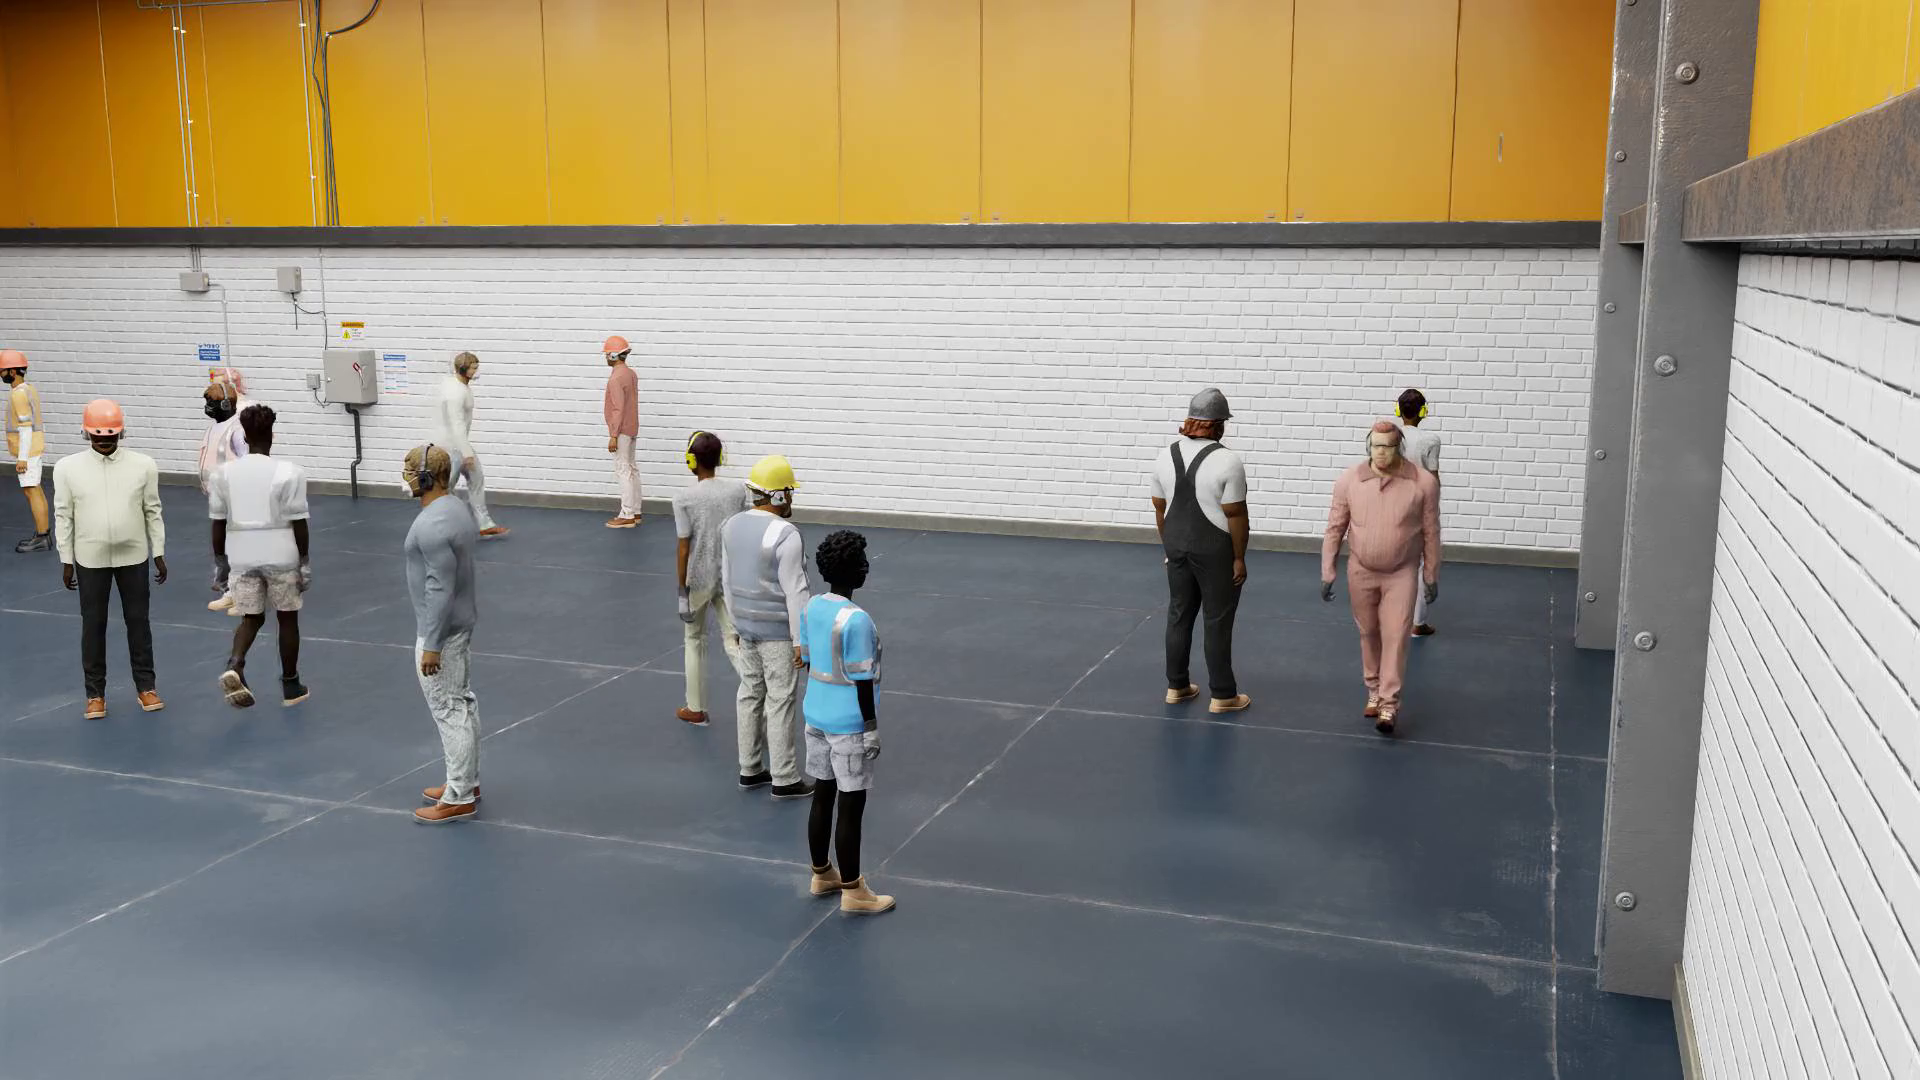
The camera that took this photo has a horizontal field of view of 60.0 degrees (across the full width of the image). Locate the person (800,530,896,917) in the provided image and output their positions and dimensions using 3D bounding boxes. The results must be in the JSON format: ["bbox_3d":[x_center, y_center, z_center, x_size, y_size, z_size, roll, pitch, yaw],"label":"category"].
[{"bbox_3d":[-0.510,0.796,7.305,0.319,1.697,0.533,-6,12,-33],"label":"person"}]

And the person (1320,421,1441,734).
[{"bbox_3d":[2.510,0.225,10.033,0.681,1.863,0.935,5,11,25],"label":"person"}]

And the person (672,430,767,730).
[{"bbox_3d":[-1.448,0.262,9.906,0.524,1.842,0.876,-7,12,-34],"label":"person"}]

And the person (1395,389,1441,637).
[{"bbox_3d":[3.352,-0.203,12.466,0.519,1.865,0.328,6,11,28],"label":"person"}]

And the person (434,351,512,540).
[{"bbox_3d":[-4.823,-0.891,16.250,0.928,1.890,0.653,-1,10,-8],"label":"person"}]

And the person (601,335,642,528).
[{"bbox_3d":[-3.525,-1.126,17.287,0.392,1.992,0.623,1,10,6],"label":"person"}]

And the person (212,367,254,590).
[{"bbox_3d":[-6.180,-0.524,14.170,0.441,1.896,0.706,-4,11,-20],"label":"person"}]

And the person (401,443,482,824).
[{"bbox_3d":[-2.636,0.469,8.463,0.357,1.938,0.638,-1,10,-8],"label":"person"}]

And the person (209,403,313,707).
[{"bbox_3d":[-4.397,0.129,10.394,0.599,1.945,0.659,0,10,1],"label":"person"}]

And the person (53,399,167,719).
[{"bbox_3d":[-5.275,0.109,10.360,0.610,1.986,0.392,-6,12,-32],"label":"person"}]

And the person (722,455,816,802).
[{"bbox_3d":[-0.995,0.460,8.814,0.600,1.830,0.403,10,14,43],"label":"person"}]

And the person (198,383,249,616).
[{"bbox_3d":[-5.789,-0.323,13.200,0.624,1.844,0.430,10,14,43],"label":"person"}]

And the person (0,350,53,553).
[{"bbox_3d":[-8.945,-0.845,15.869,0.373,1.935,0.552,-4,11,-21],"label":"person"}]

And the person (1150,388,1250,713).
[{"bbox_3d":[1.572,0.053,10.519,0.536,2.000,0.672,-10,14,-44],"label":"person"}]
